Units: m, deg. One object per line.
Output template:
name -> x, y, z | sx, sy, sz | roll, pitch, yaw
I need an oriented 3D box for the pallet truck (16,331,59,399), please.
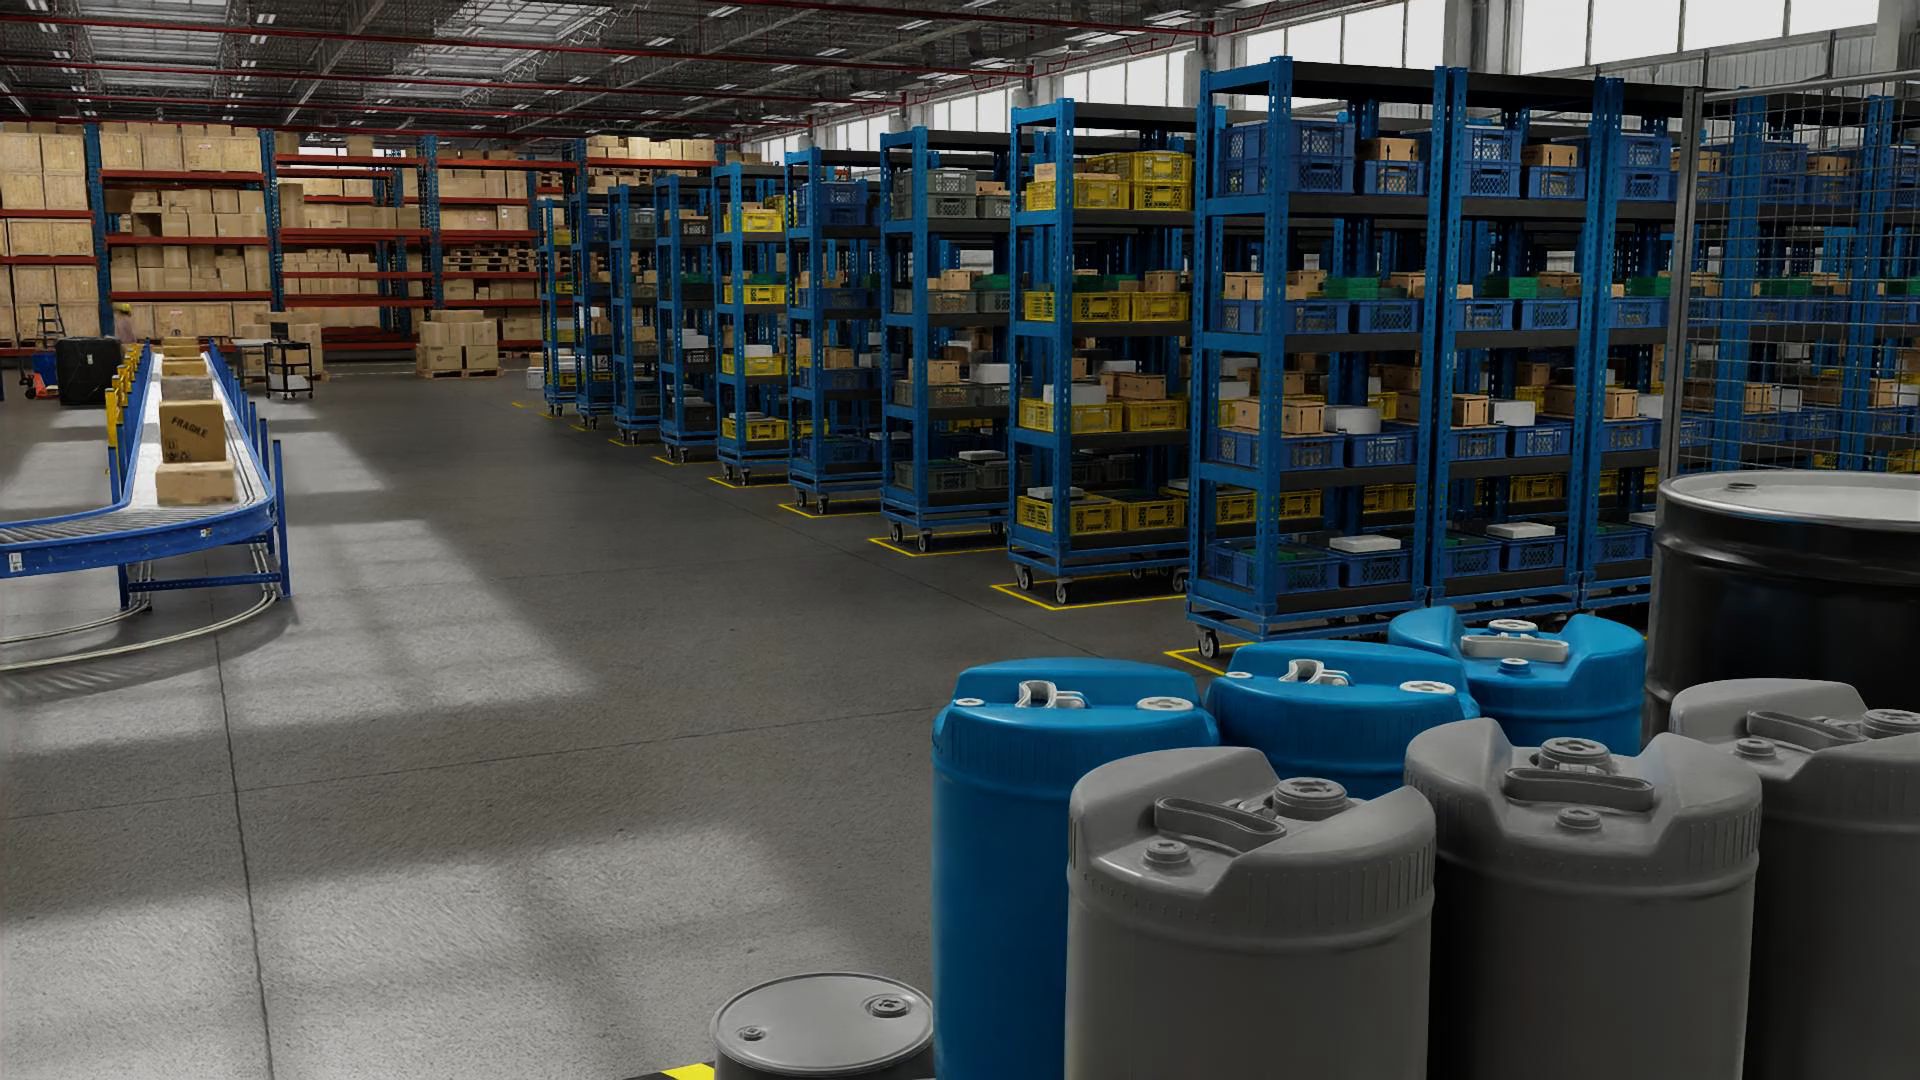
pallet truck -> -17.082, -3.353, 31.781 | 1.630, 1.274, 0.653 | -4, 10, -25

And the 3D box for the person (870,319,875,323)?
person -> -2.420, -6.023, 46.461 | 0.647, 1.899, 0.991 | 2, 9, 13

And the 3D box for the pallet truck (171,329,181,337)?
pallet truck -> -17.275, -3.851, 35.096 | 1.601, 1.201, 0.680 | 0, 9, 1

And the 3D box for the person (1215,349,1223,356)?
person -> 3.916, -2.361, 24.086 | 0.576, 1.794, 0.958 | -4, 10, -22

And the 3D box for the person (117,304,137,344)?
person -> -18.100, -4.266, 36.159 | 0.545, 1.715, 0.930 | 9, 13, 43
